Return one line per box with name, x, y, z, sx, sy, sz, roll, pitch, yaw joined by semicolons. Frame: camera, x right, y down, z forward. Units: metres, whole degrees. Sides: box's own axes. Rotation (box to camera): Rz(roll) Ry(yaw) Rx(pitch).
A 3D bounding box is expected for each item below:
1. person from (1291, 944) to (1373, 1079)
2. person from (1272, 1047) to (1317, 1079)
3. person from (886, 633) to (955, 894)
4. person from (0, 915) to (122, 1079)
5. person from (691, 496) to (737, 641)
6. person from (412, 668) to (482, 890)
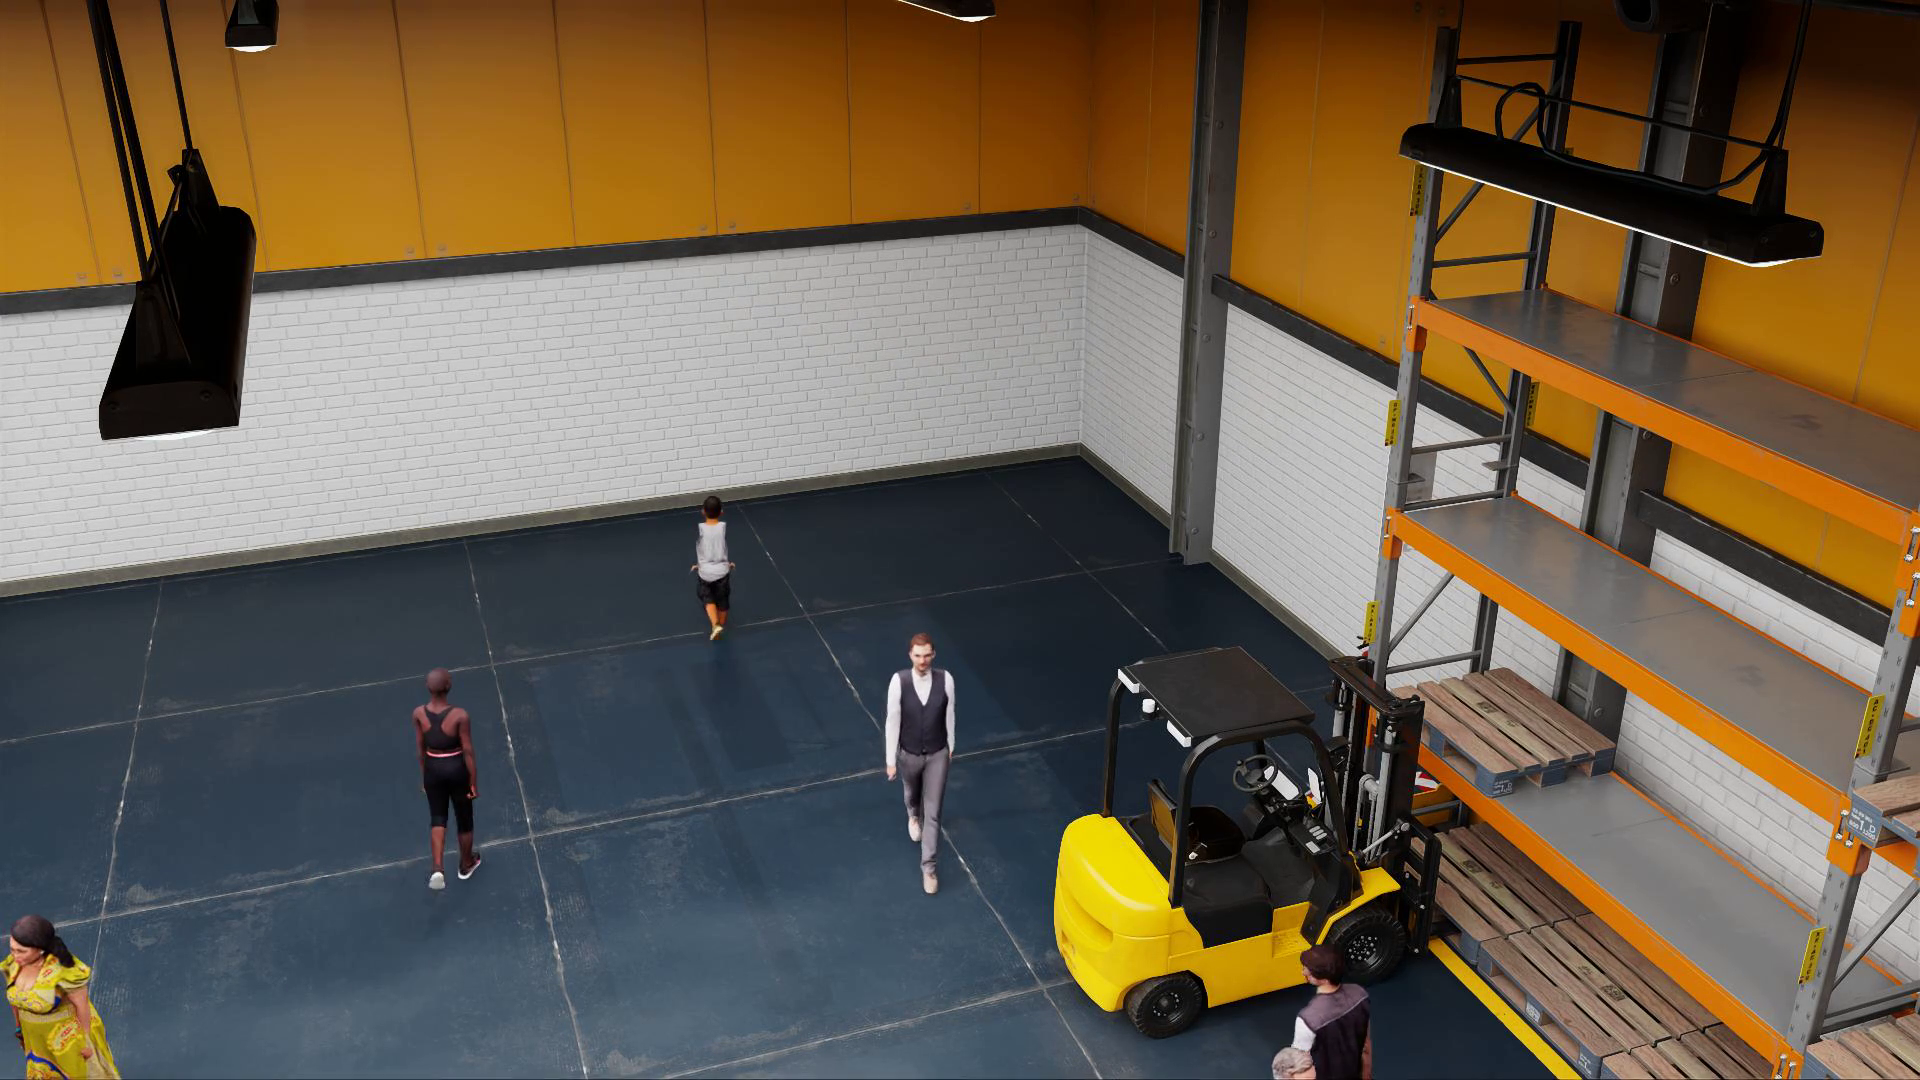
person;2.013;2.999;8.880;0.890;1.799;1.228;-14;27;-29
person;1.584;3.252;8.261;0.767;1.831;0.770;17;29;34
person;-0.287;1.503;12.160;0.873;1.913;1.288;-2;24;-4
person;-5.127;2.816;9.472;0.993;1.659;0.997;4;24;10
person;-2.307;0.242;15.627;0.609;1.446;0.751;-6;24;-14
person;-3.675;1.742;11.831;0.787;1.739;0.988;1;24;1
